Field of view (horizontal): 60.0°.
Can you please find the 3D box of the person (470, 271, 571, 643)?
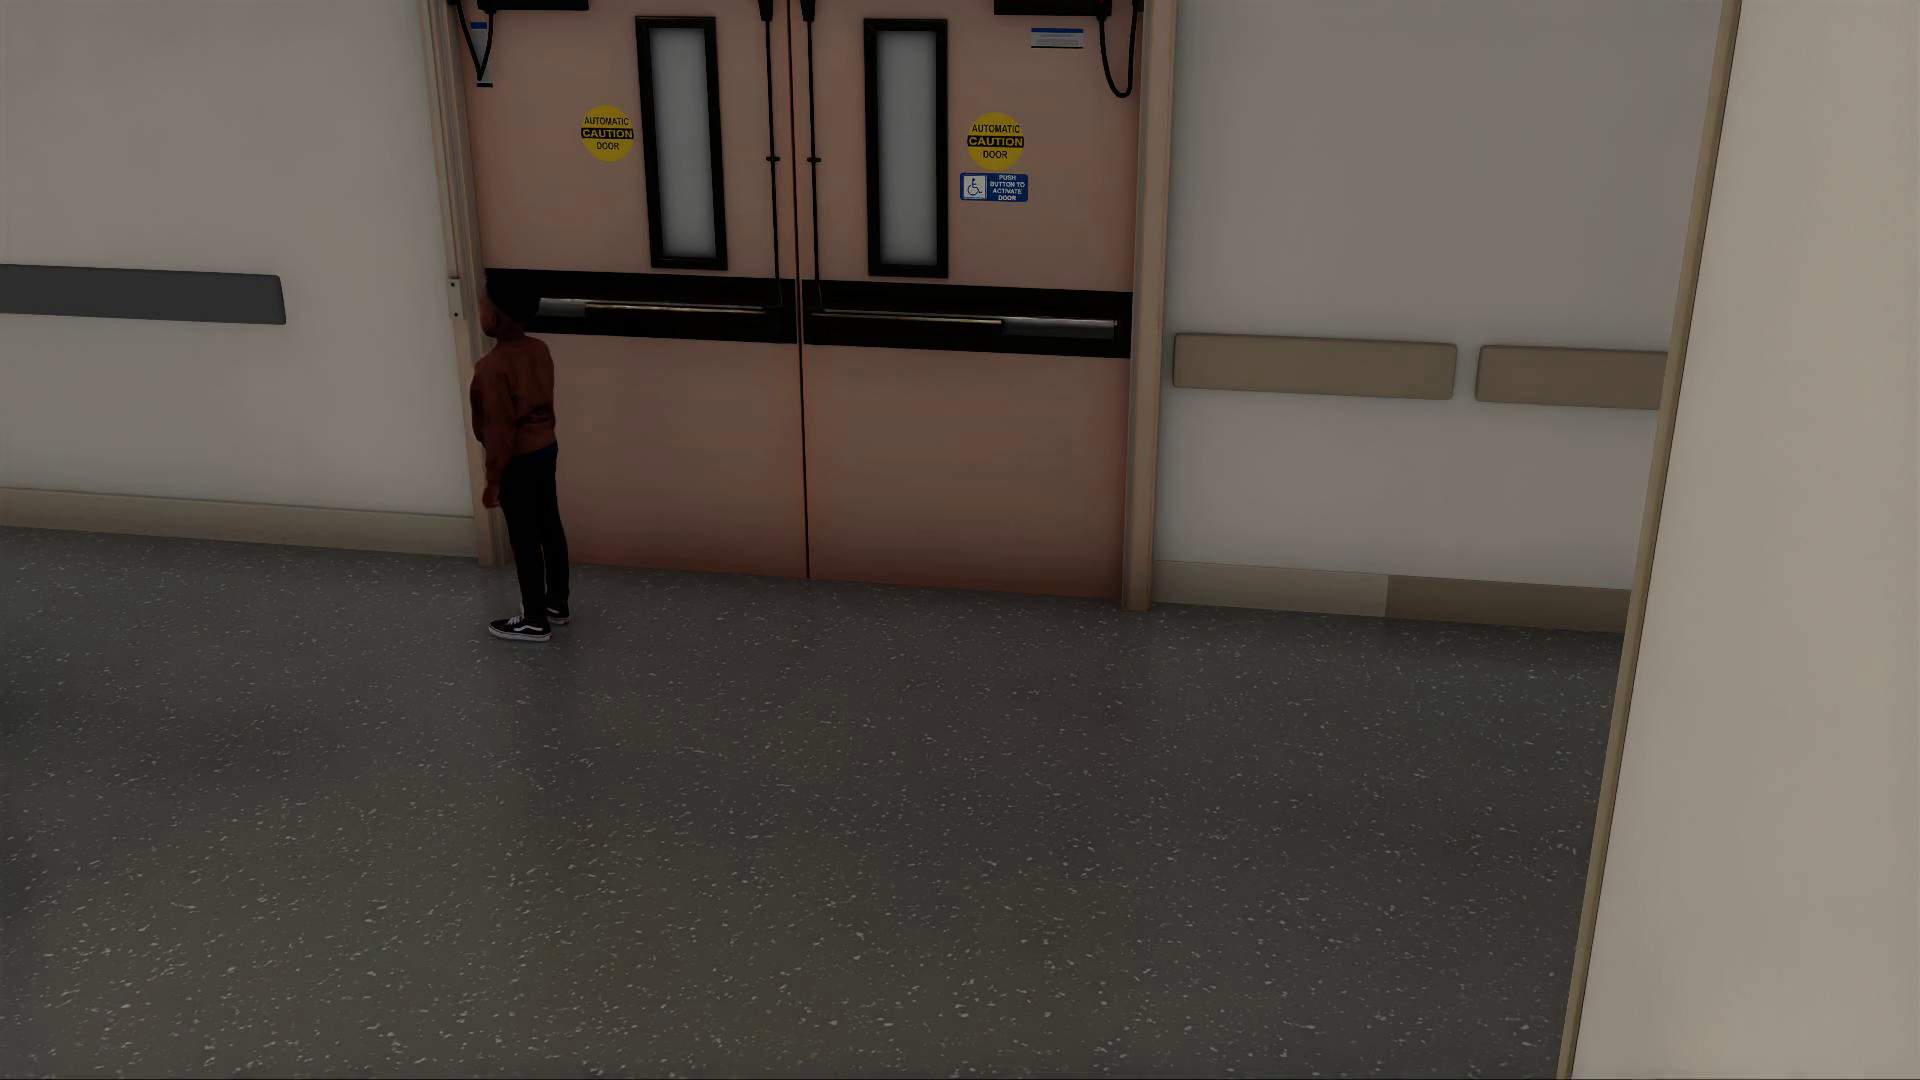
[{"bbox_3d":[-1.453,-0.276,5.540,0.529,1.254,0.556,8,22,20],"label":"person"}]
